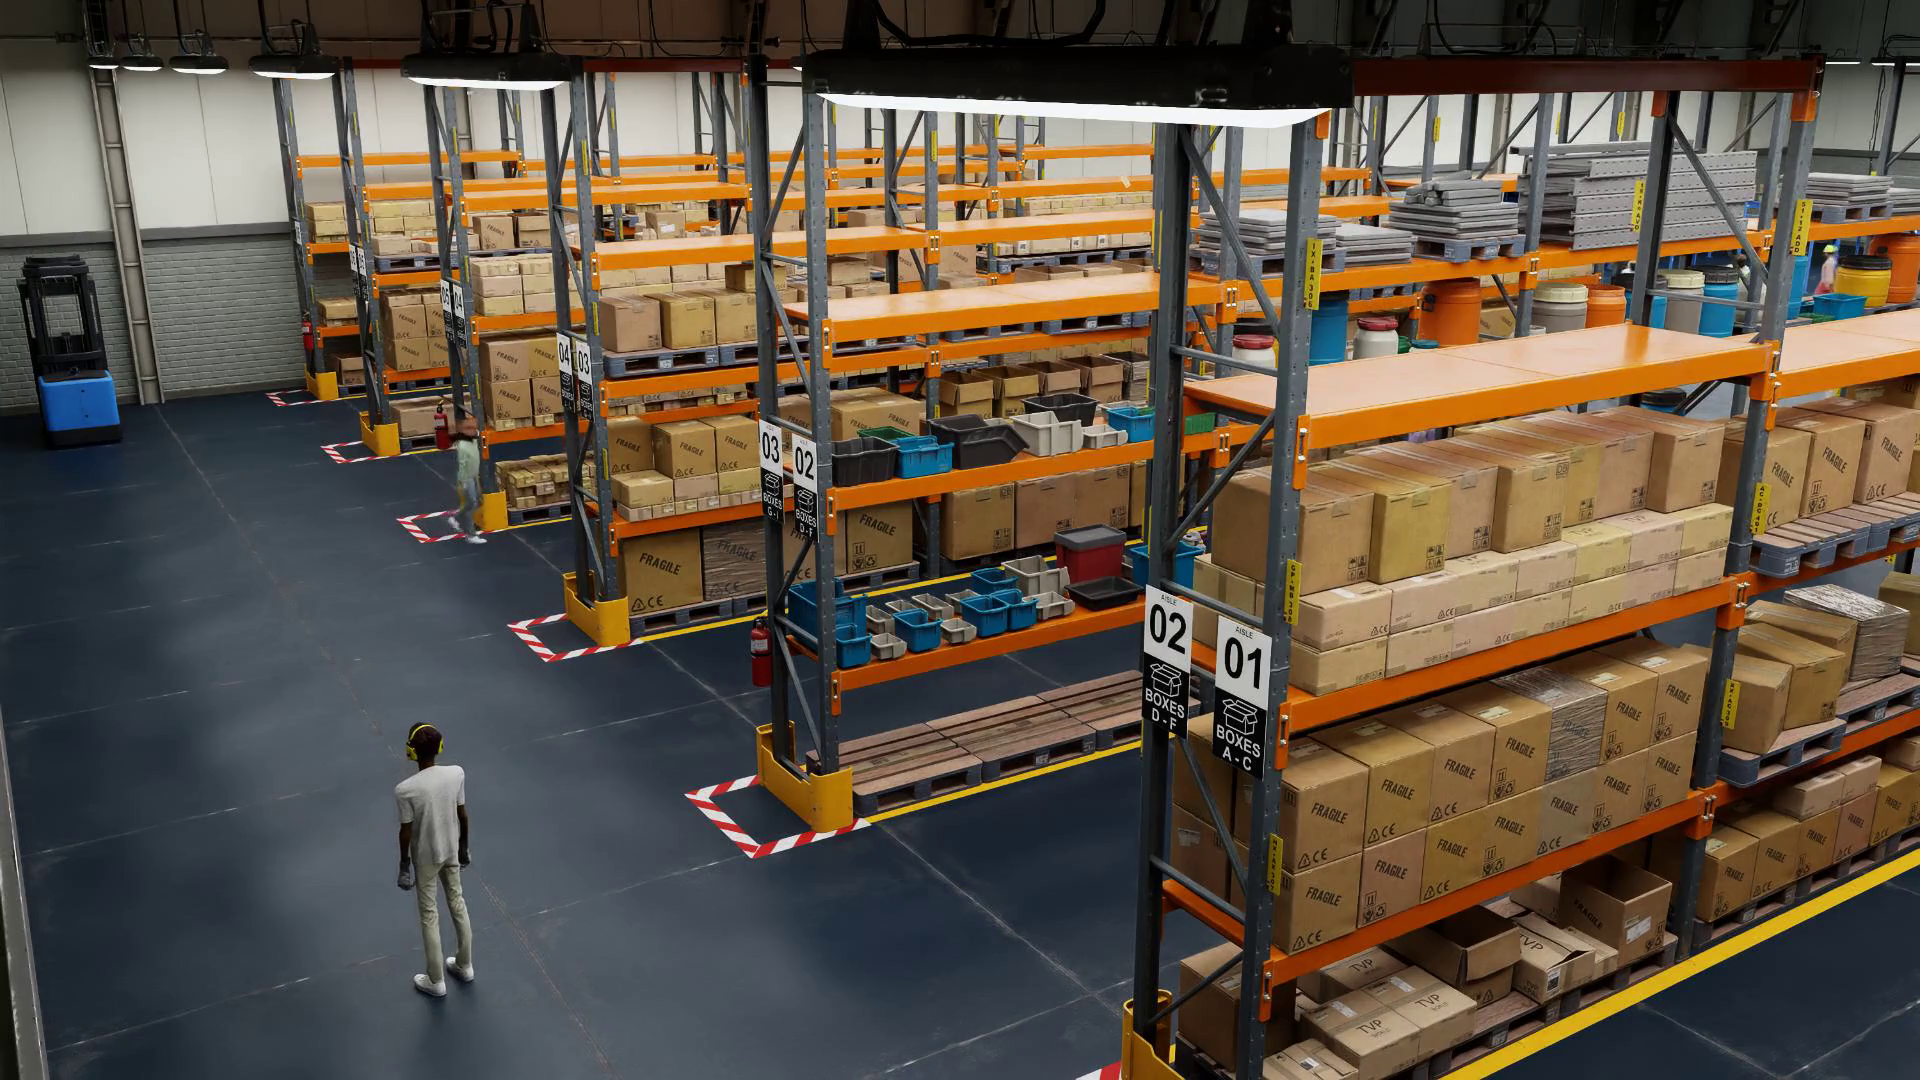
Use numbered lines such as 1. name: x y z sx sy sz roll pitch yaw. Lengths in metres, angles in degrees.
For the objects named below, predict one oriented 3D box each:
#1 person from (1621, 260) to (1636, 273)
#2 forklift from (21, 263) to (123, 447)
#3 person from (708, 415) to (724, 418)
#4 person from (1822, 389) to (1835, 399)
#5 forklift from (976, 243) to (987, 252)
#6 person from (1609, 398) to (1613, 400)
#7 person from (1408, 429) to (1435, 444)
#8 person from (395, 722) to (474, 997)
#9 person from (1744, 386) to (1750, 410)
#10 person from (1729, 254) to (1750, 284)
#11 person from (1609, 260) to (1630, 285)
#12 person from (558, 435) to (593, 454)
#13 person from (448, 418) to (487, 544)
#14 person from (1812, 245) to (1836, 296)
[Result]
1. person: 14.640 -5.284 34.480 0.555 1.919 0.469 14 22 38
2. forklift: -14.518 -3.079 25.708 1.129 2.768 1.873 -10 20 -31
3. person: -3.750 -2.295 24.697 0.591 1.909 0.603 -14 22 -39
4. person: 15.385 -3.053 27.311 0.978 1.844 0.575 0 17 1
5. forklift: 0.988 -5.474 34.718 1.214 2.155 2.313 -10 20 -31
6. person: 12.046 -3.318 28.385 0.526 1.719 0.920 -3 17 -9
7. person: 5.922 -0.979 20.359 0.387 1.927 0.589 -3 17 -10
8. person: -3.472 2.090 10.417 0.324 1.865 0.517 14 22 38
9. person: 13.542 -2.816 26.878 0.499 1.633 0.285 5 18 17
10. person: 17.352 -5.475 35.279 0.660 1.821 0.577 -3 17 -11
11. person: 16.908 -7.044 40.465 0.538 1.798 0.953 10 20 29
12. person: -5.887 -1.985 23.716 0.650 1.890 0.515 13 21 37
13. person: -6.332 -0.766 20.185 0.471 1.618 0.529 1 17 5
14. person: 20.545 -6.150 37.626 0.717 1.742 0.538 15 22 40
